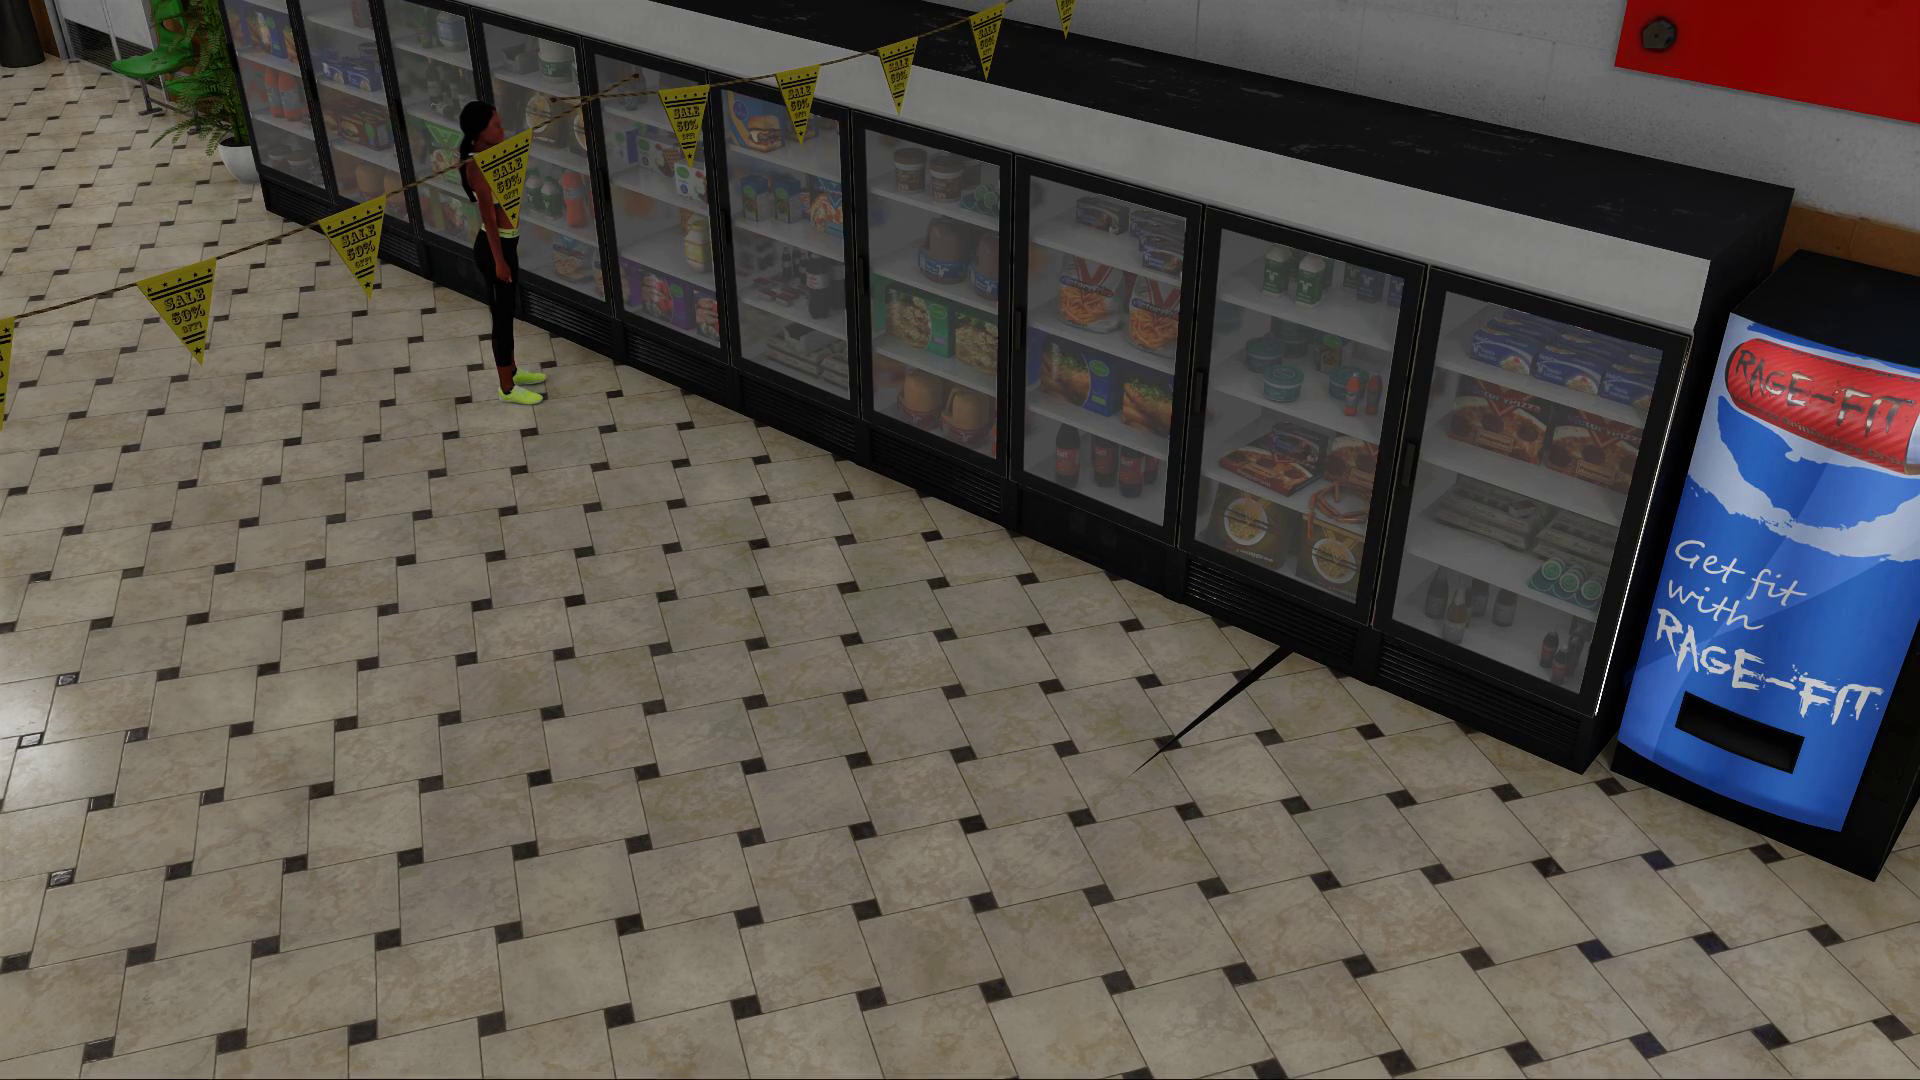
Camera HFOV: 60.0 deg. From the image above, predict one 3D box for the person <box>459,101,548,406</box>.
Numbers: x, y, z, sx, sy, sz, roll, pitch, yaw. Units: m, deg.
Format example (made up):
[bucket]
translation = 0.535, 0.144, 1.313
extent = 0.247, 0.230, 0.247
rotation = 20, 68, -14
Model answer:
[person]
translation = -2.645, -1.631, 9.476
extent = 0.692, 1.755, 0.639
rotation = -4, 32, -6
